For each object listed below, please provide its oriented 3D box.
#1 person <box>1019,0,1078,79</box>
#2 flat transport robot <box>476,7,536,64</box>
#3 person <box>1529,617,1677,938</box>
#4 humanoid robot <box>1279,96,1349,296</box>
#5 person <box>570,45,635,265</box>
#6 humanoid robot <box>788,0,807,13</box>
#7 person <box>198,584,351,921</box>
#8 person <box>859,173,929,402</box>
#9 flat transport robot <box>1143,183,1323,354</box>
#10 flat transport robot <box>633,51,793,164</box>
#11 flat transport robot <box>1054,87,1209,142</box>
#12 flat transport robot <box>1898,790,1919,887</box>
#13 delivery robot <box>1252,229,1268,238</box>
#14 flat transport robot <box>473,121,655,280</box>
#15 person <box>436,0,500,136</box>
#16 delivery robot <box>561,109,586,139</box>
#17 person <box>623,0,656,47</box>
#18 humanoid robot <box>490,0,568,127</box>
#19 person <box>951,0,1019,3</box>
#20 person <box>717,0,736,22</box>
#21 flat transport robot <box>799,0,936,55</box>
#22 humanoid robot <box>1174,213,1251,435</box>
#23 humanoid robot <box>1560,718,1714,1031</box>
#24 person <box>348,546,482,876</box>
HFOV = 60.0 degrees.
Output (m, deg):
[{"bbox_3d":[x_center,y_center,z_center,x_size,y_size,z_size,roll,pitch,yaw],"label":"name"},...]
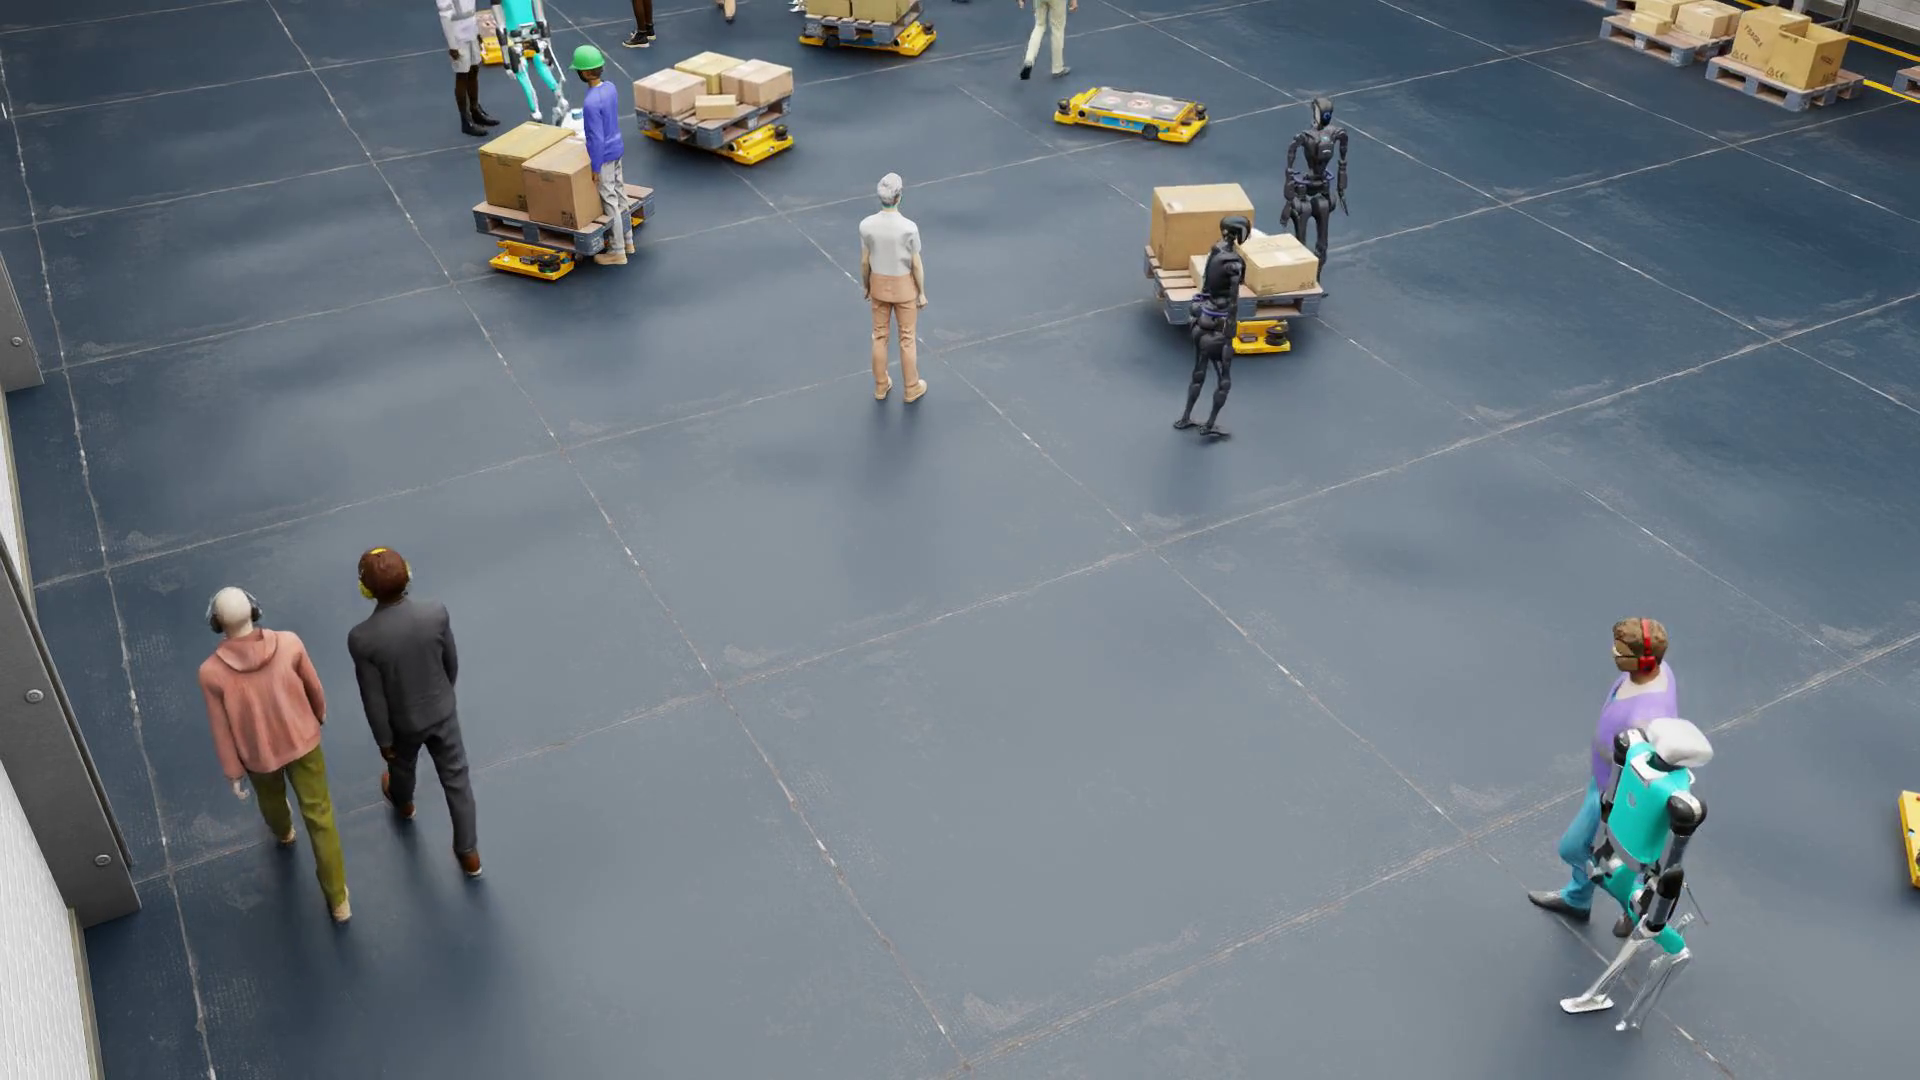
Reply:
[{"bbox_3d":[0.932,-5.754,17.577,0.618,1.826,0.571,15,38,21],"label":"person"},{"bbox_3d":[-5.301,-5.752,18.929,0.659,0.231,1.431,-18,39,-24],"label":"flat transport robot"},{"bbox_3d":[3.097,1.139,7.731,0.501,1.821,0.602,12,37,17],"label":"person"},{"bbox_3d":[2.870,-2.774,13.443,0.589,1.648,0.365,-12,37,-16],"label":"humanoid robot"},{"bbox_3d":[-2.985,-3.212,13.908,0.345,1.872,0.460,7,36,9],"label":"person"},{"bbox_3d":[-1.828,-7.009,19.326,0.735,1.677,0.533,-2,35,-3],"label":"humanoid robot"},{"bbox_3d":[-3.305,0.959,8.030,0.527,1.779,0.965,-17,38,-22],"label":"person"},{"bbox_3d":[-0.477,-1.811,12.011,0.482,1.748,0.319,9,36,13],"label":"person"},{"bbox_3d":[2.160,-1.908,13.440,0.659,0.231,1.431,-4,35,-6],"label":"flat transport robot"},{"bbox_3d":[-2.422,-4.056,16.507,1.431,0.231,0.659,21,40,27],"label":"flat transport robot"},{"bbox_3d":[1.744,-4.333,16.903,1.431,0.231,0.659,15,38,21],"label":"flat transport robot"},{"bbox_3d":[5.573,1.634,8.383,1.431,0.231,0.659,11,37,15],"label":"flat transport robot"},{"bbox_3d":[2.291,-2.481,13.997,0.499,0.581,0.767,-22,41,-28],"label":"delivery robot"},{"bbox_3d":[-3.414,-2.680,14.542,0.659,0.231,1.431,14,37,20],"label":"flat transport robot"},{"bbox_3d":[-4.866,-4.965,16.355,0.375,1.932,0.550,8,36,11],"label":"person"},{"bbox_3d":[-3.636,-3.804,15.908,0.499,0.606,0.796,-2,35,-3],"label":"delivery robot"},{"bbox_3d":[-3.659,-6.504,18.524,0.361,1.963,0.612,6,35,8],"label":"person"},{"bbox_3d":[-4.058,-4.532,15.961,0.539,1.819,0.825,-23,41,-29],"label":"humanoid robot"},{"bbox_3d":[0.333,-7.359,19.823,0.893,1.875,0.643,11,37,16],"label":"person"},{"bbox_3d":[-2.785,-6.949,19.451,0.476,1.617,0.898,-1,35,-1],"label":"person"},{"bbox_3d":[-1.053,-5.778,18.965,1.431,0.231,0.659,10,36,14],"label":"flat transport robot"},{"bbox_3d":[1.765,-1.502,11.645,0.414,1.639,0.601,-7,36,-9],"label":"humanoid robot"},{"bbox_3d":[3.096,1.486,7.316,0.635,1.805,0.530,-8,36,-11],"label":"humanoid robot"},{"bbox_3d":[-2.712,0.780,8.236,0.500,1.840,0.906,-19,39,-25],"label":"person"}]
